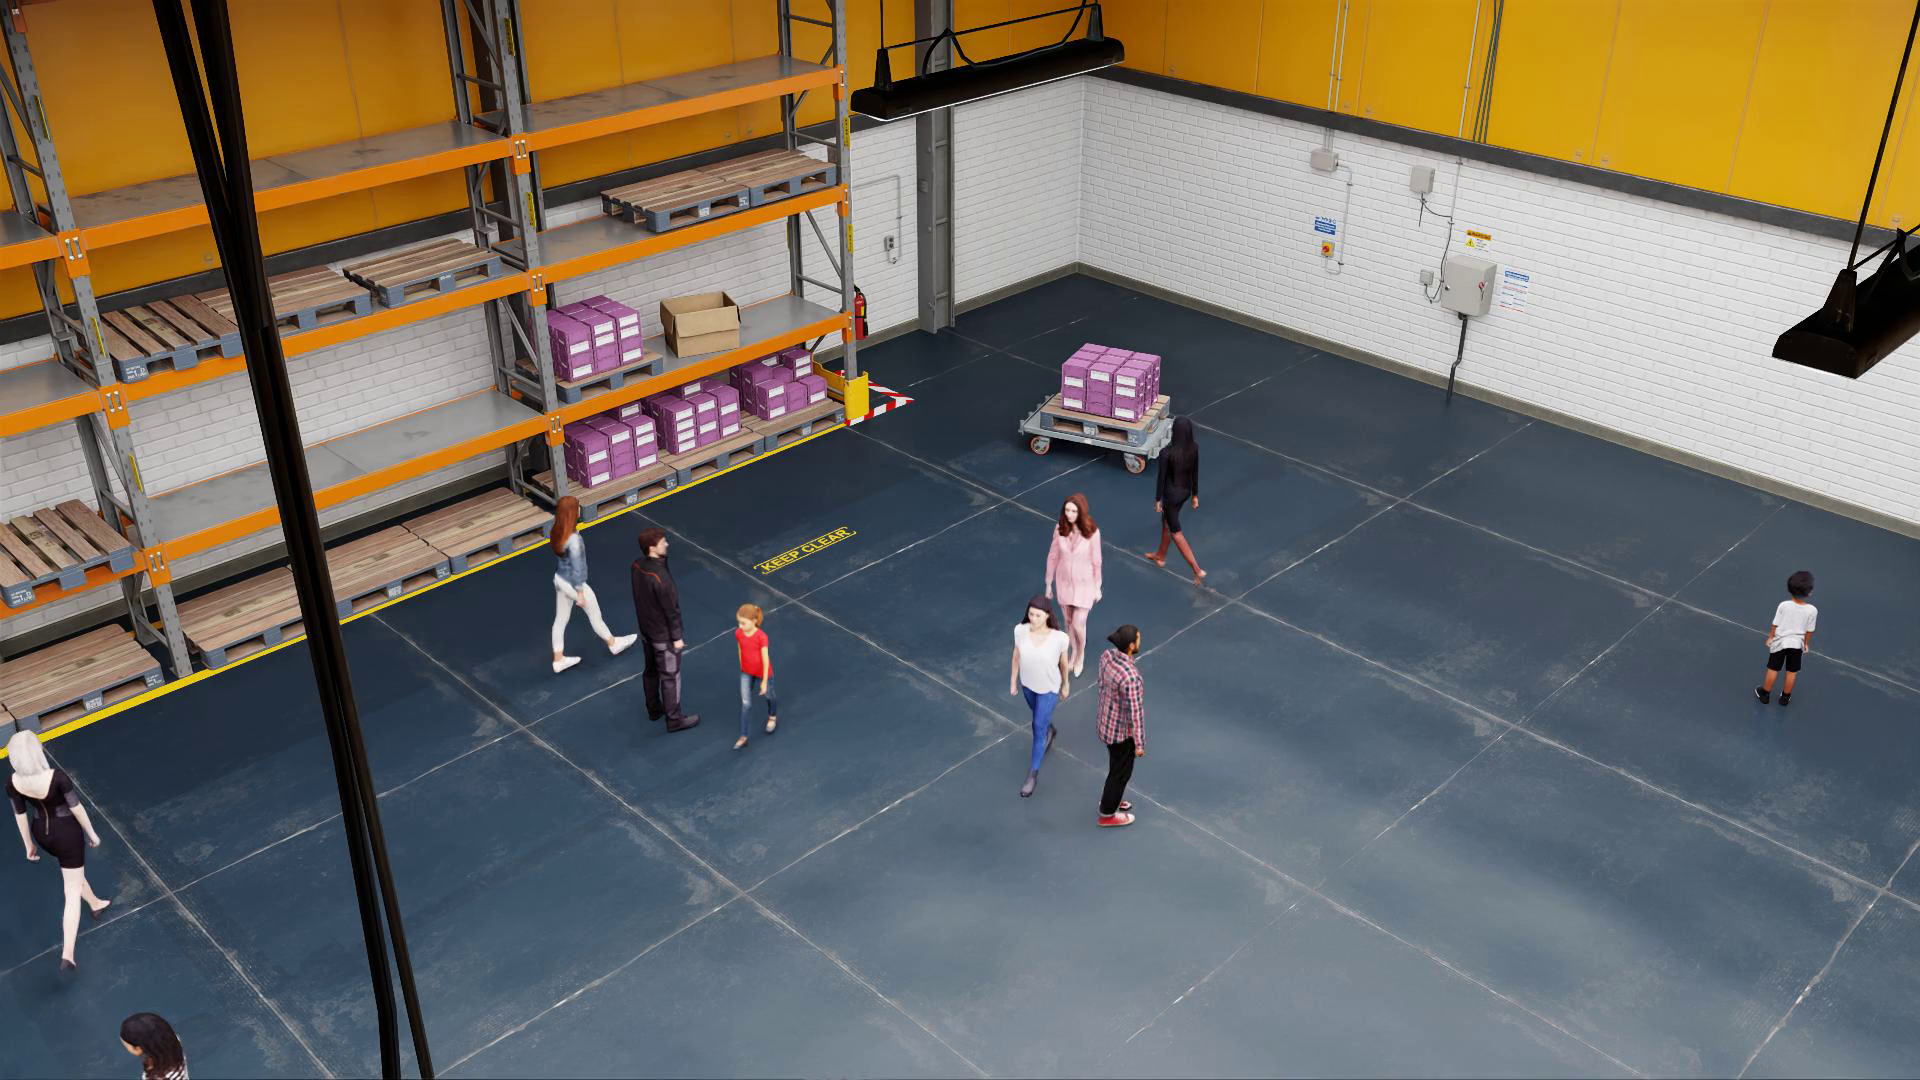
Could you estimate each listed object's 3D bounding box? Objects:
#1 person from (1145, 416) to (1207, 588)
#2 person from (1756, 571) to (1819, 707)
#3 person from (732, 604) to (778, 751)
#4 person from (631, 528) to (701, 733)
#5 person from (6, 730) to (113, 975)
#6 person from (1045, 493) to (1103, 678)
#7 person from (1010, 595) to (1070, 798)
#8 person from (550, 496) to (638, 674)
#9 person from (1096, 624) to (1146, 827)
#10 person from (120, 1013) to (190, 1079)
[{"bbox_3d":[2.134,-0.355,15.978,1.132,1.692,0.808,-19,34,-31],"label":"person"},{"bbox_3d":[7.097,0.846,14.232,0.566,1.257,0.595,8,30,14],"label":"person"},{"bbox_3d":[-1.651,1.068,13.802,0.735,1.278,0.935,9,30,15],"label":"person"},{"bbox_3d":[-2.501,0.737,13.823,0.562,1.839,0.722,-23,36,-36],"label":"person"},{"bbox_3d":[-6.158,2.124,11.330,1.113,1.792,1.134,-2,29,-3],"label":"person"},{"bbox_3d":[1.050,0.359,14.572,0.733,1.785,0.746,13,31,22],"label":"person"},{"bbox_3d":[0.662,1.144,13.286,0.879,1.638,1.211,12,31,21],"label":"person"},{"bbox_3d":[-3.484,0.425,14.574,1.041,1.667,0.713,-21,35,-34],"label":"person"},{"bbox_3d":[1.143,1.428,12.649,0.811,1.750,0.832,-9,30,-16],"label":"person"},{"bbox_3d":[-4.290,3.284,9.200,0.655,1.796,0.660,-8,30,-14],"label":"person"}]
